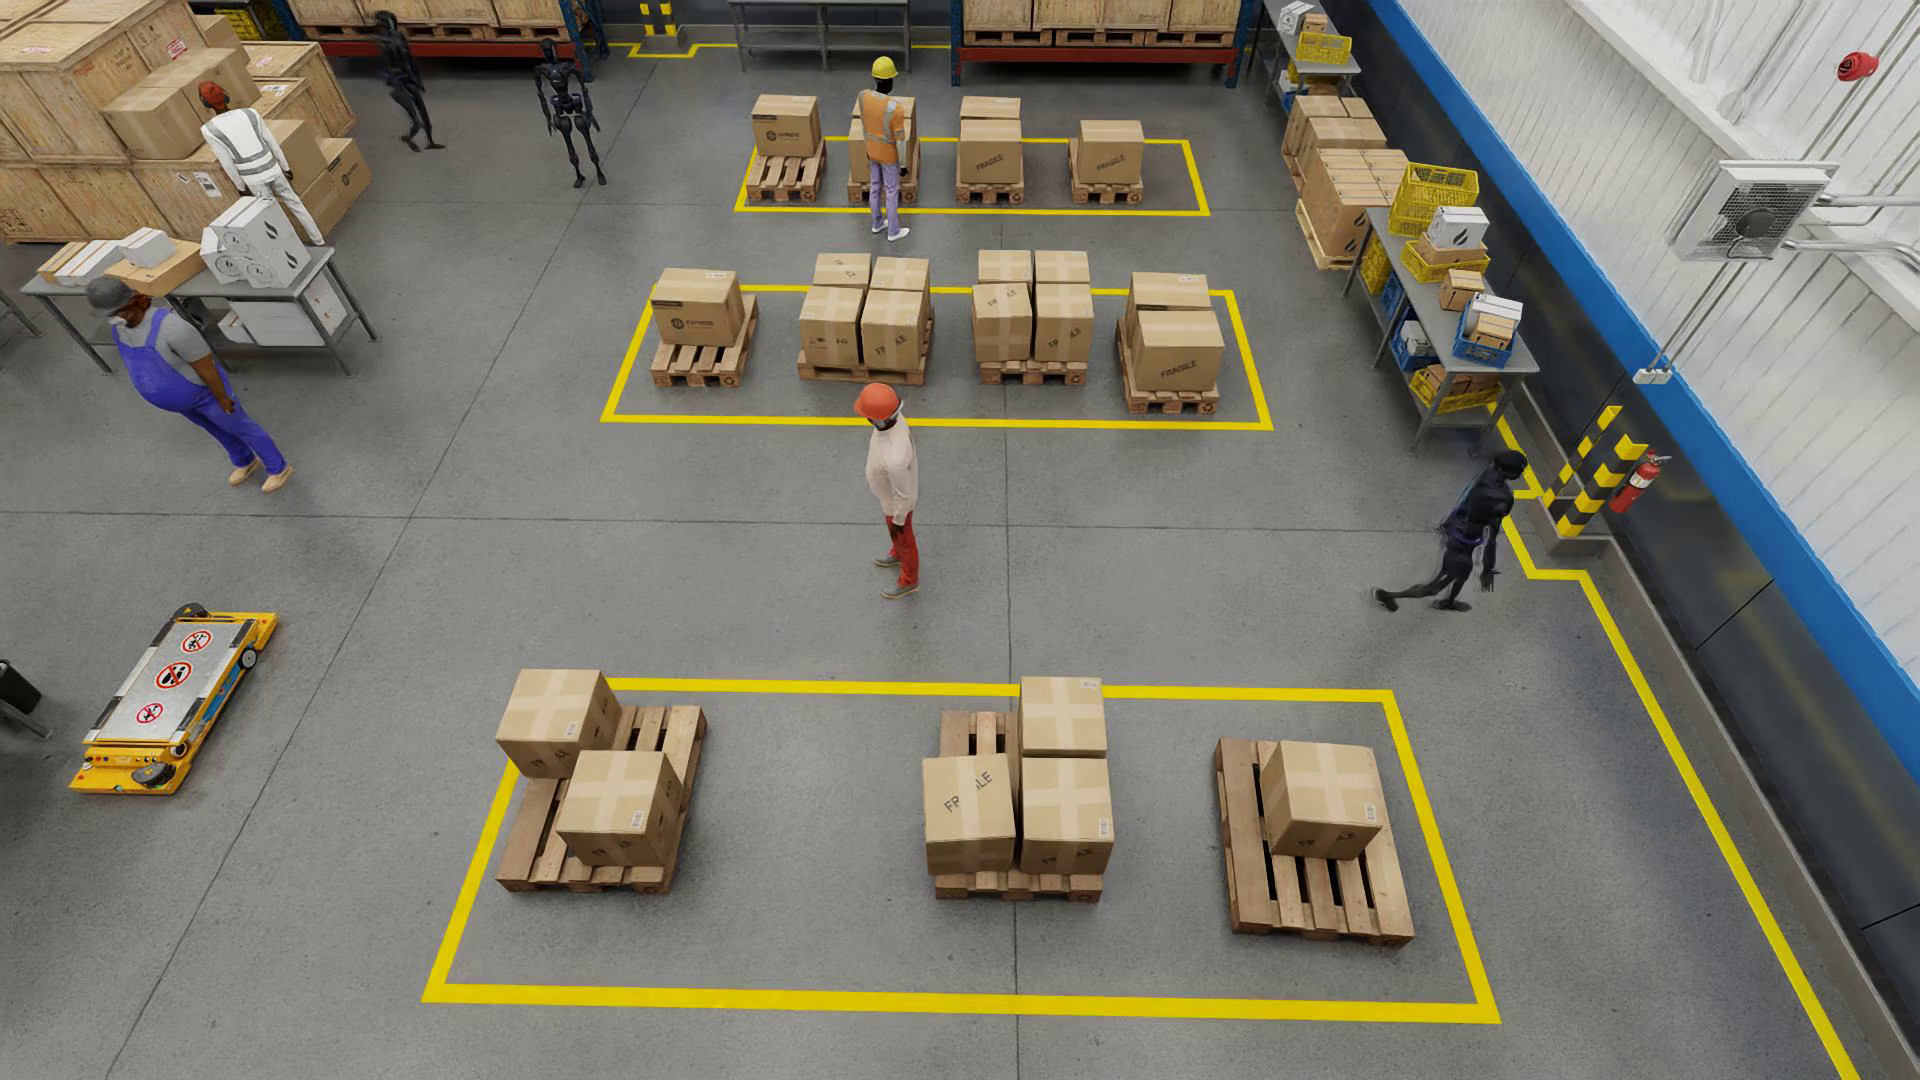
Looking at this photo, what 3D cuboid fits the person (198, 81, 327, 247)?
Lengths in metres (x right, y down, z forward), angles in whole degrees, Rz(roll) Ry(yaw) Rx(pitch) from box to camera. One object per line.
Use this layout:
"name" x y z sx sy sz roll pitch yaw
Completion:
"person" -7.246 -3.787 9.514 0.352 1.882 0.579 27 55 21

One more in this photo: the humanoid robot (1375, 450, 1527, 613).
"humanoid robot" 3.545 0.012 6.456 0.695 1.626 0.580 16 52 14

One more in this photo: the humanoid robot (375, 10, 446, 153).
"humanoid robot" -6.729 -5.535 11.132 0.498 1.637 0.590 6 50 5

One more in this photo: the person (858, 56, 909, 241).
"person" -0.791 -4.147 9.800 0.579 1.919 0.397 29 56 22

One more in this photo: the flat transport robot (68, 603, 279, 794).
"flat transport robot" -5.504 1.072 6.442 0.652 0.197 1.431 1 50 1

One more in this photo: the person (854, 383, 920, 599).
"person" -0.486 -0.325 6.516 0.388 1.989 0.610 -7 50 -6

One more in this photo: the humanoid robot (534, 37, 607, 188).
"humanoid robot" -4.507 -4.907 10.587 0.586 1.657 0.330 -9 50 -8

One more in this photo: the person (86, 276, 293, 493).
"person" -6.081 -1.188 7.212 0.678 2.000 0.535 12 51 10
